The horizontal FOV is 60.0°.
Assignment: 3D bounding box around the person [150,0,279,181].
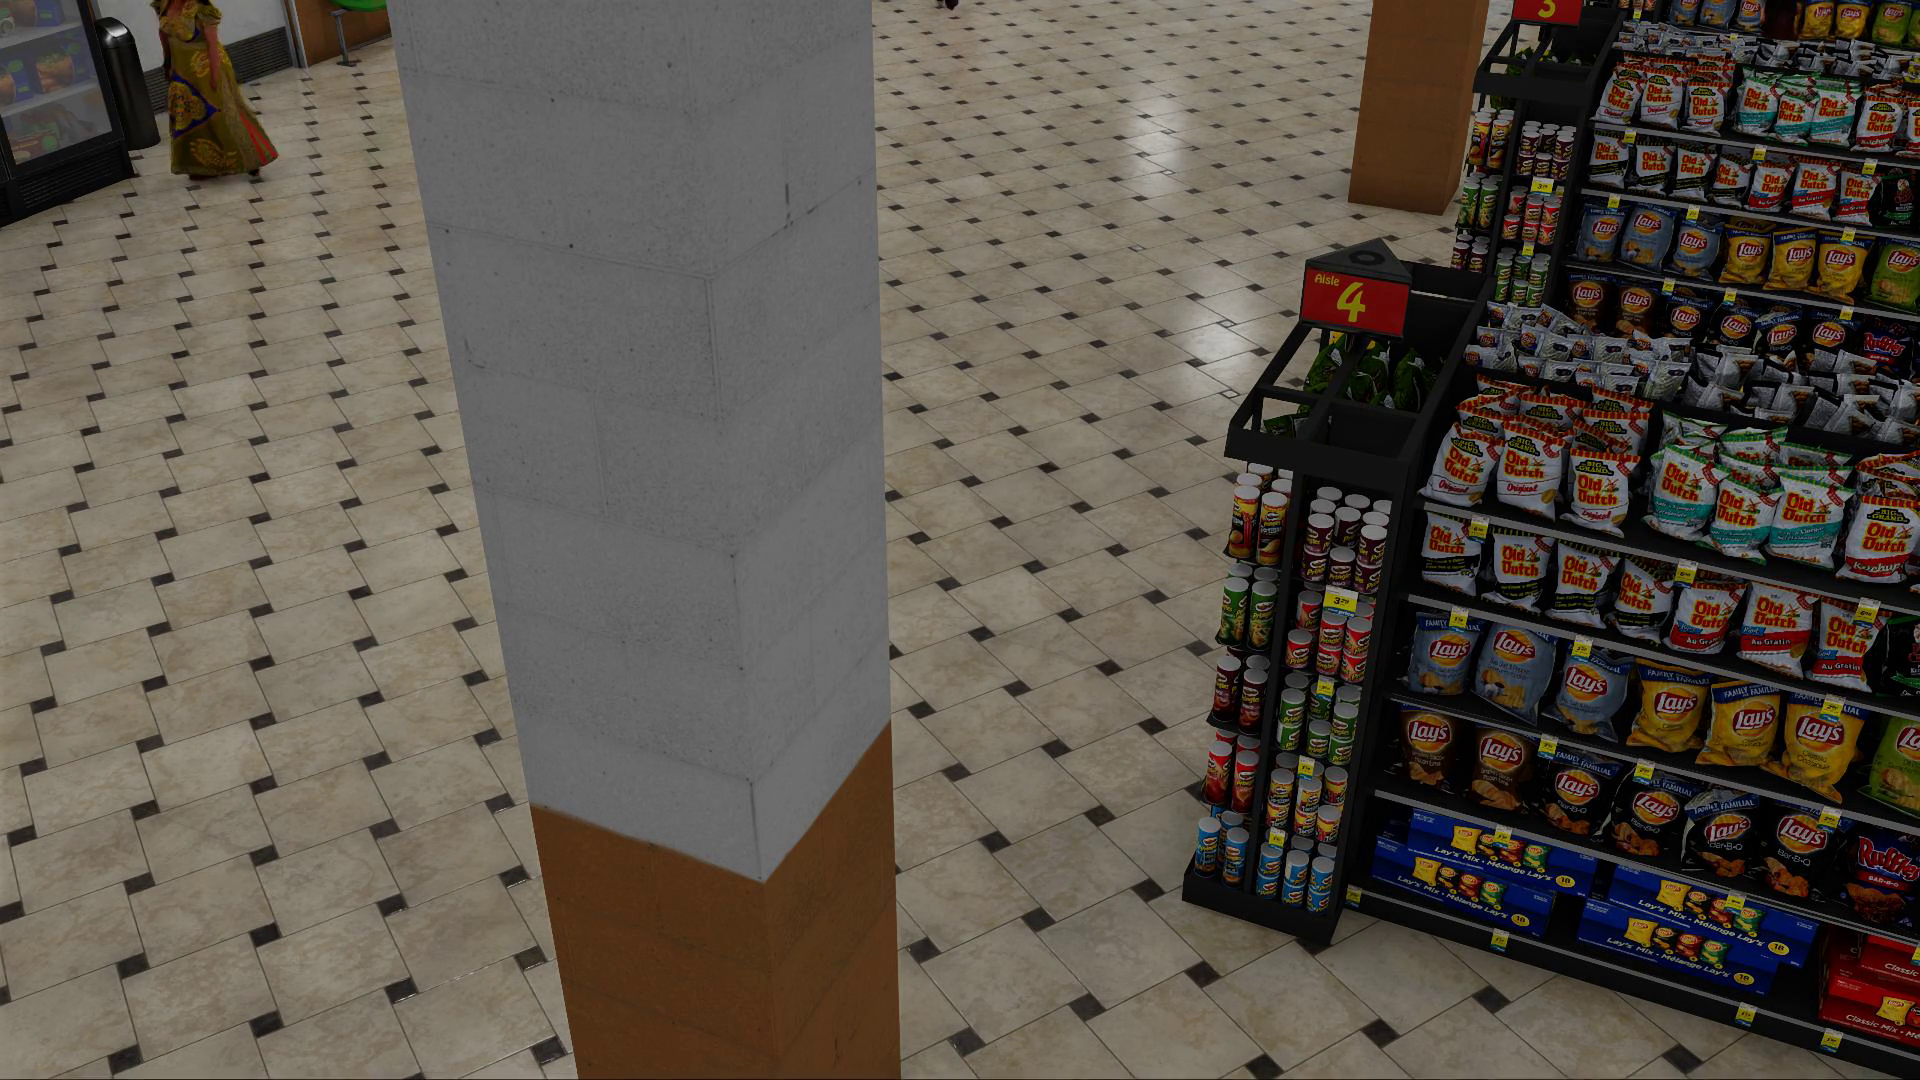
[{"bbox_3d":[-5.604,-3.464,12.309,0.815,1.641,0.935,20,37,29],"label":"person"}]
